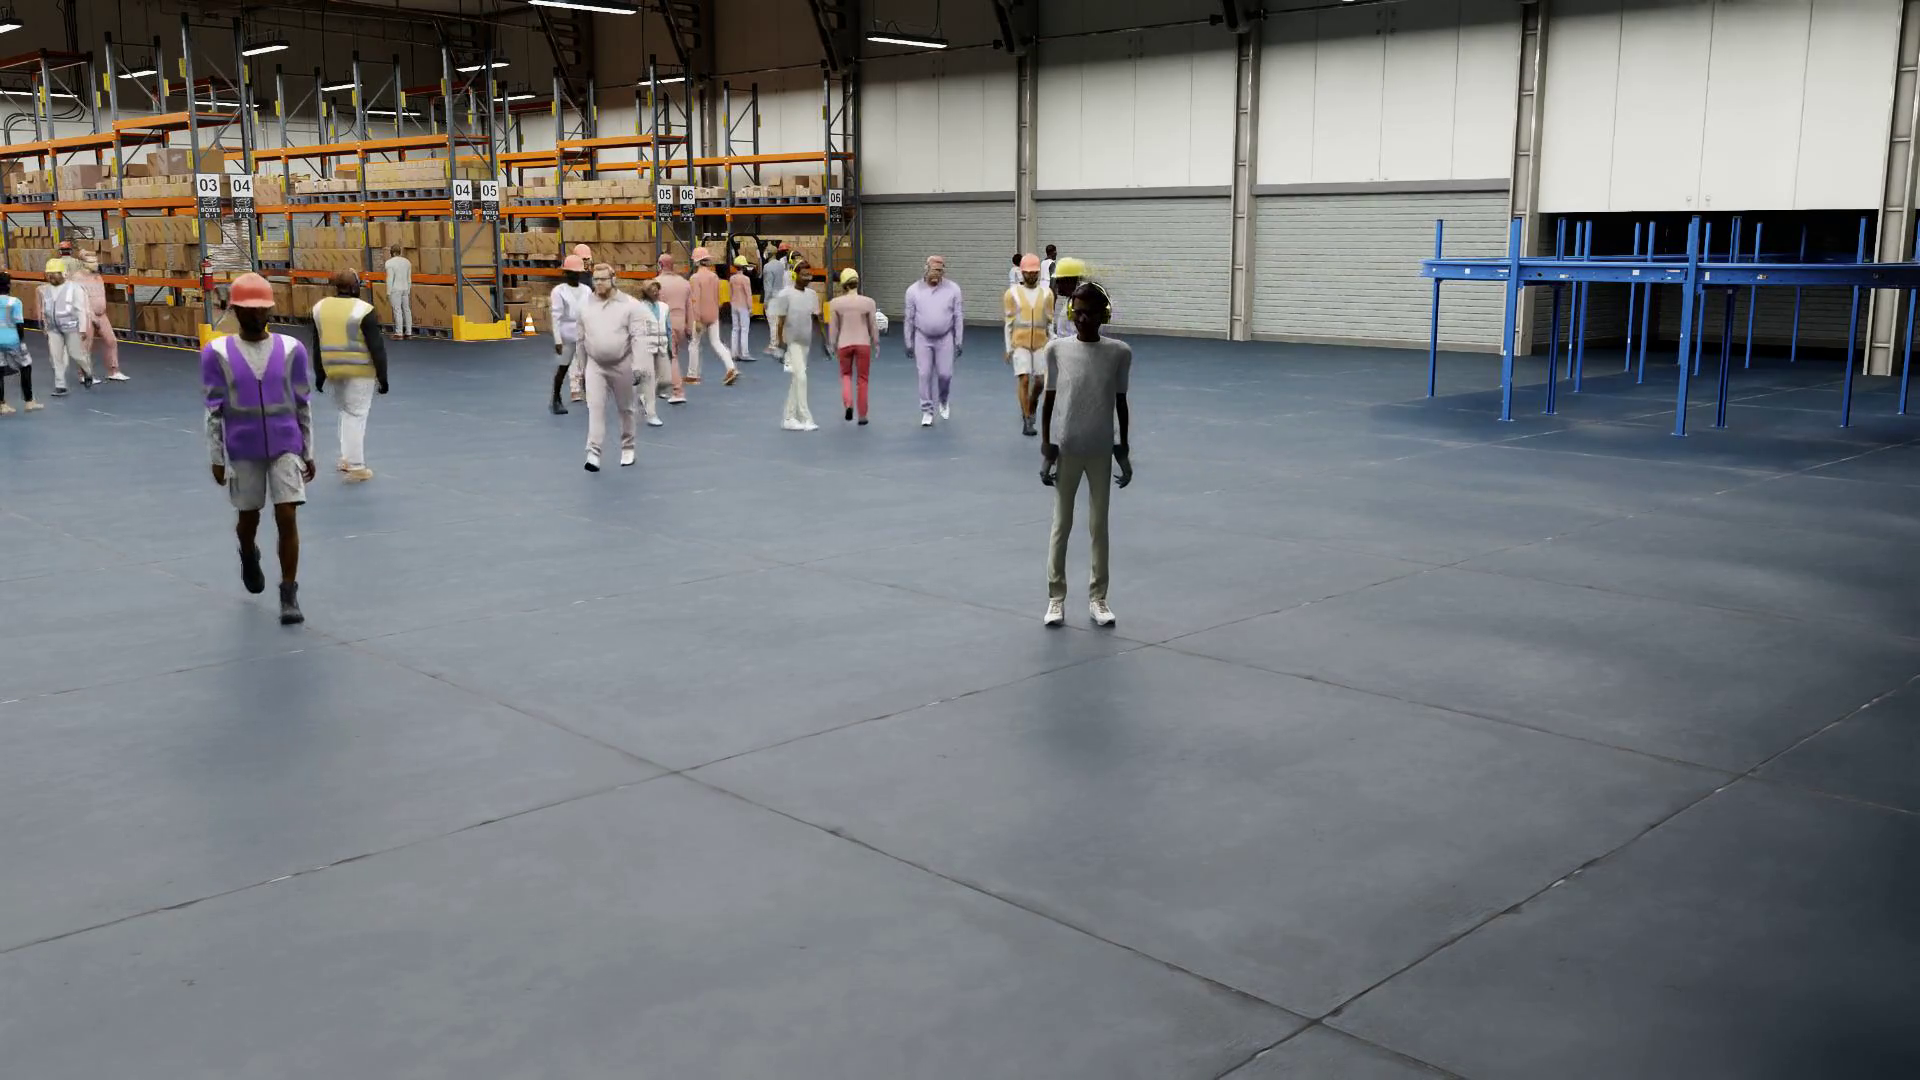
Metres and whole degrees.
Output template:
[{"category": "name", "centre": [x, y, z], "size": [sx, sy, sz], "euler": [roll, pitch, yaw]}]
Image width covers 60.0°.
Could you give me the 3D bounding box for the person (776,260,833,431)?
[{"category": "person", "centre": [-1.652, -2.088, 17.972], "size": [0.855, 1.828, 0.547], "euler": [10, 14, 44]}]

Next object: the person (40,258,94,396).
[{"category": "person", "centre": [-11.908, -2.843, 22.163], "size": [0.602, 1.808, 0.704], "euler": [0, 10, 1]}]

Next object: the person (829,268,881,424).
[{"category": "person", "centre": [-1.179, -2.179, 18.717], "size": [0.572, 1.741, 0.377], "euler": [0, 10, 3]}]

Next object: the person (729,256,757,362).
[{"category": "person", "centre": [-3.668, -3.896, 28.039], "size": [0.544, 1.769, 0.327], "euler": [9, 14, 42]}]

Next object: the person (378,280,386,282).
[{"category": "person", "centre": [-14.475, -6.570, 42.309], "size": [0.860, 1.888, 0.591], "euler": [10, 14, 42]}]

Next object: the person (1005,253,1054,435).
[{"category": "person", "centre": [0.736, -2.107, 17.848], "size": [0.550, 1.921, 0.569], "euler": [-2, 11, -10]}]

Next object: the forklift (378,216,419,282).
[{"category": "forklift", "centre": [-17.868, -9.201, 54.028], "size": [1.873, 2.768, 1.129], "euler": [-10, 14, -44]}]

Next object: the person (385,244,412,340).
[{"category": "person", "centre": [-11.386, -5.027, 33.720], "size": [0.372, 1.940, 0.627], "euler": [6, 12, 28]}]

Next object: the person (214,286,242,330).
[{"category": "person", "centre": [-16.305, -5.652, 36.923], "size": [0.618, 2.008, 0.748], "euler": [-6, 12, -30]}]

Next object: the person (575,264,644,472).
[{"category": "person", "centre": [-3.171, -1.559, 15.043], "size": [0.640, 1.855, 0.999], "euler": [0, 10, -1]}]

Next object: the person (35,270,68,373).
[{"category": "person", "centre": [-13.996, -3.393, 25.745], "size": [0.534, 1.589, 0.886], "euler": [-6, 12, -30]}]

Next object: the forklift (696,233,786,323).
[{"category": "forklift", "centre": [-5.496, -6.489, 41.108], "size": [2.313, 2.155, 1.214], "euler": [-10, 14, -44]}]

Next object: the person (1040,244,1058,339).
[{"category": "person", "centre": [1.846, -5.140, 34.389], "size": [0.392, 1.920, 0.593], "euler": [-4, 11, -20]}]

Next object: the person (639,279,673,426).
[{"category": "person", "centre": [-3.487, -2.112, 18.675], "size": [0.488, 1.630, 0.523], "euler": [9, 14, 40]}]

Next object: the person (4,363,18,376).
[{"category": "person", "centre": [-14.581, -3.399, 24.956], "size": [0.553, 1.902, 0.902], "euler": [3, 11, 16]}]

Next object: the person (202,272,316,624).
[{"category": "person", "centre": [-3.898, -0.527, 9.267], "size": [0.549, 1.920, 0.720], "euler": [-5, 12, -27]}]

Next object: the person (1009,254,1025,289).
[{"category": "person", "centre": [1.273, -5.493, 36.913], "size": [0.317, 1.700, 0.538], "euler": [-5, 11, -25]}]

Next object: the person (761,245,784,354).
[{"category": "person", "centre": [-3.364, -4.316, 29.844], "size": [0.372, 1.940, 0.630], "euler": [3, 11, 17]}]

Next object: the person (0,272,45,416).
[{"category": "person", "centre": [-11.230, -2.333, 19.717], "size": [0.553, 1.671, 0.683], "euler": [1, 10, 6]}]

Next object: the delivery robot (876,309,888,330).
[{"category": "delivery robot", "centre": [-1.747, -4.673, 35.426], "size": [0.477, 0.478, 0.707], "euler": [-2, 10, -10]}]

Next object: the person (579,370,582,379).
[{"category": "person", "centre": [-5.600, -3.265, 24.728], "size": [0.508, 1.713, 0.782], "euler": [4, 11, 22]}]

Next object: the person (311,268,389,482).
[{"category": "person", "centre": [-5.238, -1.433, 14.420], "size": [0.659, 1.827, 0.535], "euler": [3, 11, 18]}]

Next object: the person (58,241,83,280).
[{"category": "person", "centre": [-17.850, -4.985, 33.356], "size": [0.608, 1.989, 0.387], "euler": [-6, 12, -28]}]

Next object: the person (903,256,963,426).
[{"category": "person", "centre": [-0.303, -2.228, 18.603], "size": [0.680, 1.884, 0.431], "euler": [0, 10, -1]}]

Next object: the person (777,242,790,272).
[{"category": "person", "centre": [-4.226, -6.189, 40.062], "size": [0.371, 1.934, 0.547], "euler": [4, 11, 21]}]

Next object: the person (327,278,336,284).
[{"category": "person", "centre": [-16.003, -6.661, 42.838], "size": [0.593, 1.865, 0.677], "euler": [-5, 11, -24]}]

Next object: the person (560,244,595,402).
[{"category": "person", "centre": [-4.818, -2.787, 21.350], "size": [0.611, 1.995, 0.380], "euler": [-6, 12, -31]}]

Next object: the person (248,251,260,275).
[{"category": "person", "centre": [-14.149, -4.833, 32.987], "size": [0.632, 1.830, 0.479], "euler": [-10, 14, -43]}]

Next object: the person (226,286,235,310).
[{"category": "person", "centre": [-15.460, -5.368, 35.724], "size": [0.340, 1.882, 0.586], "euler": [10, 14, 43]}]

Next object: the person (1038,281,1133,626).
[{"category": "person", "centre": [0.682, -0.465, 9.050], "size": [0.517, 1.865, 0.328], "euler": [0, 10, -2]}]

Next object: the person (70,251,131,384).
[{"category": "person", "centre": [-12.303, -3.163, 23.730], "size": [0.774, 1.875, 0.655], "euler": [2, 11, 9]}]

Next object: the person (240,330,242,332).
[{"category": "person", "centre": [-15.584, -5.324, 36.276], "size": [0.798, 1.591, 0.516], "euler": [4, 11, 21]}]

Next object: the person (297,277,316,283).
[{"category": "person", "centre": [-16.944, -6.672, 43.080], "size": [0.610, 1.790, 0.864], "euler": [-8, 13, -36]}]

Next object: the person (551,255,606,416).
[{"category": "person", "centre": [-4.550, -2.397, 19.537], "size": [0.569, 1.887, 1.016], "euler": [-10, 14, -42]}]

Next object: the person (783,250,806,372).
[{"category": "person", "centre": [-2.602, -3.582, 26.024], "size": [0.333, 1.872, 0.515], "euler": [2, 11, 13]}]

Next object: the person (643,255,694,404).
[{"category": "person", "centre": [-3.760, -2.682, 21.139], "size": [0.661, 1.854, 0.974], "euler": [-10, 14, -43]}]

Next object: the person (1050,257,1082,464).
[{"category": "person", "centre": [1.086, -1.666, 15.464], "size": [0.587, 1.911, 0.608], "euler": [0, 10, 0]}]

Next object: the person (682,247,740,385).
[{"category": "person", "centre": [-3.546, -3.167, 23.557], "size": [0.976, 1.958, 0.631], "euler": [7, 12, 32]}]
